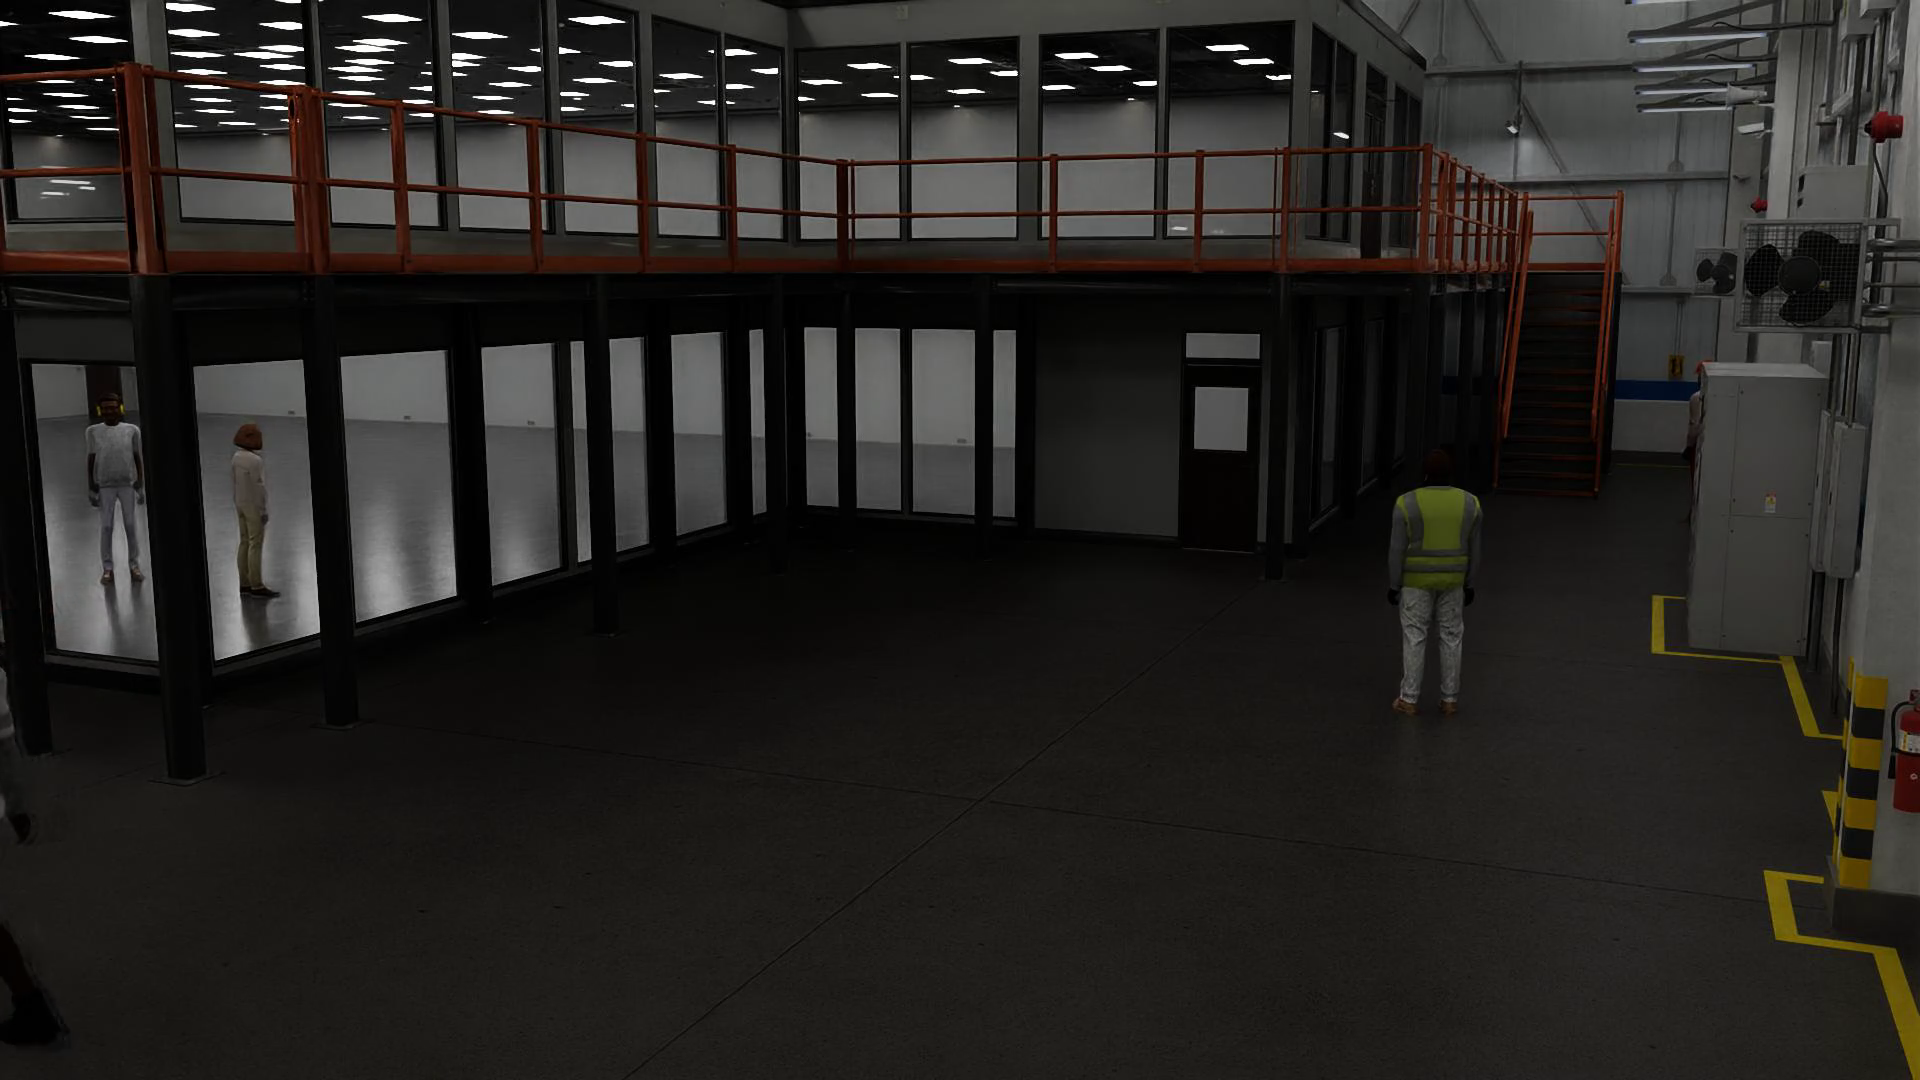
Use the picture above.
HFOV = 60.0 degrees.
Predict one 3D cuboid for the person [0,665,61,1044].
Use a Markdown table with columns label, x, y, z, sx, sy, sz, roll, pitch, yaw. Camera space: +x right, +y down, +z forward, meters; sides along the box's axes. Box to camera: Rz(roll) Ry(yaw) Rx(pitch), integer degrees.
| label | x | y | z | sx | sy | sz | roll | pitch | yaw |
| --- | --- | --- | --- | --- | --- | --- | --- | --- | --- |
| person | -4.011 | 1.067 | 6.603 | 1.010 | 1.880 | 0.551 | 2 | 10 | 15 |

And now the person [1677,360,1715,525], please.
| label | x | y | z | sx | sy | sz | roll | pitch | yaw |
| --- | --- | --- | --- | --- | --- | --- | --- | --- | --- |
| person | 8.940 | -1.166 | 19.983 | 0.611 | 1.995 | 0.375 | -5 | 11 | -29 |

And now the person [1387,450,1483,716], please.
| label | x | y | z | sx | sy | sz | roll | pitch | yaw |
| --- | --- | --- | --- | --- | --- | --- | --- | --- | --- |
| person | 3.242 | 0.297 | 11.433 | 0.633 | 1.843 | 0.429 | 0 | 9 | -3 |
